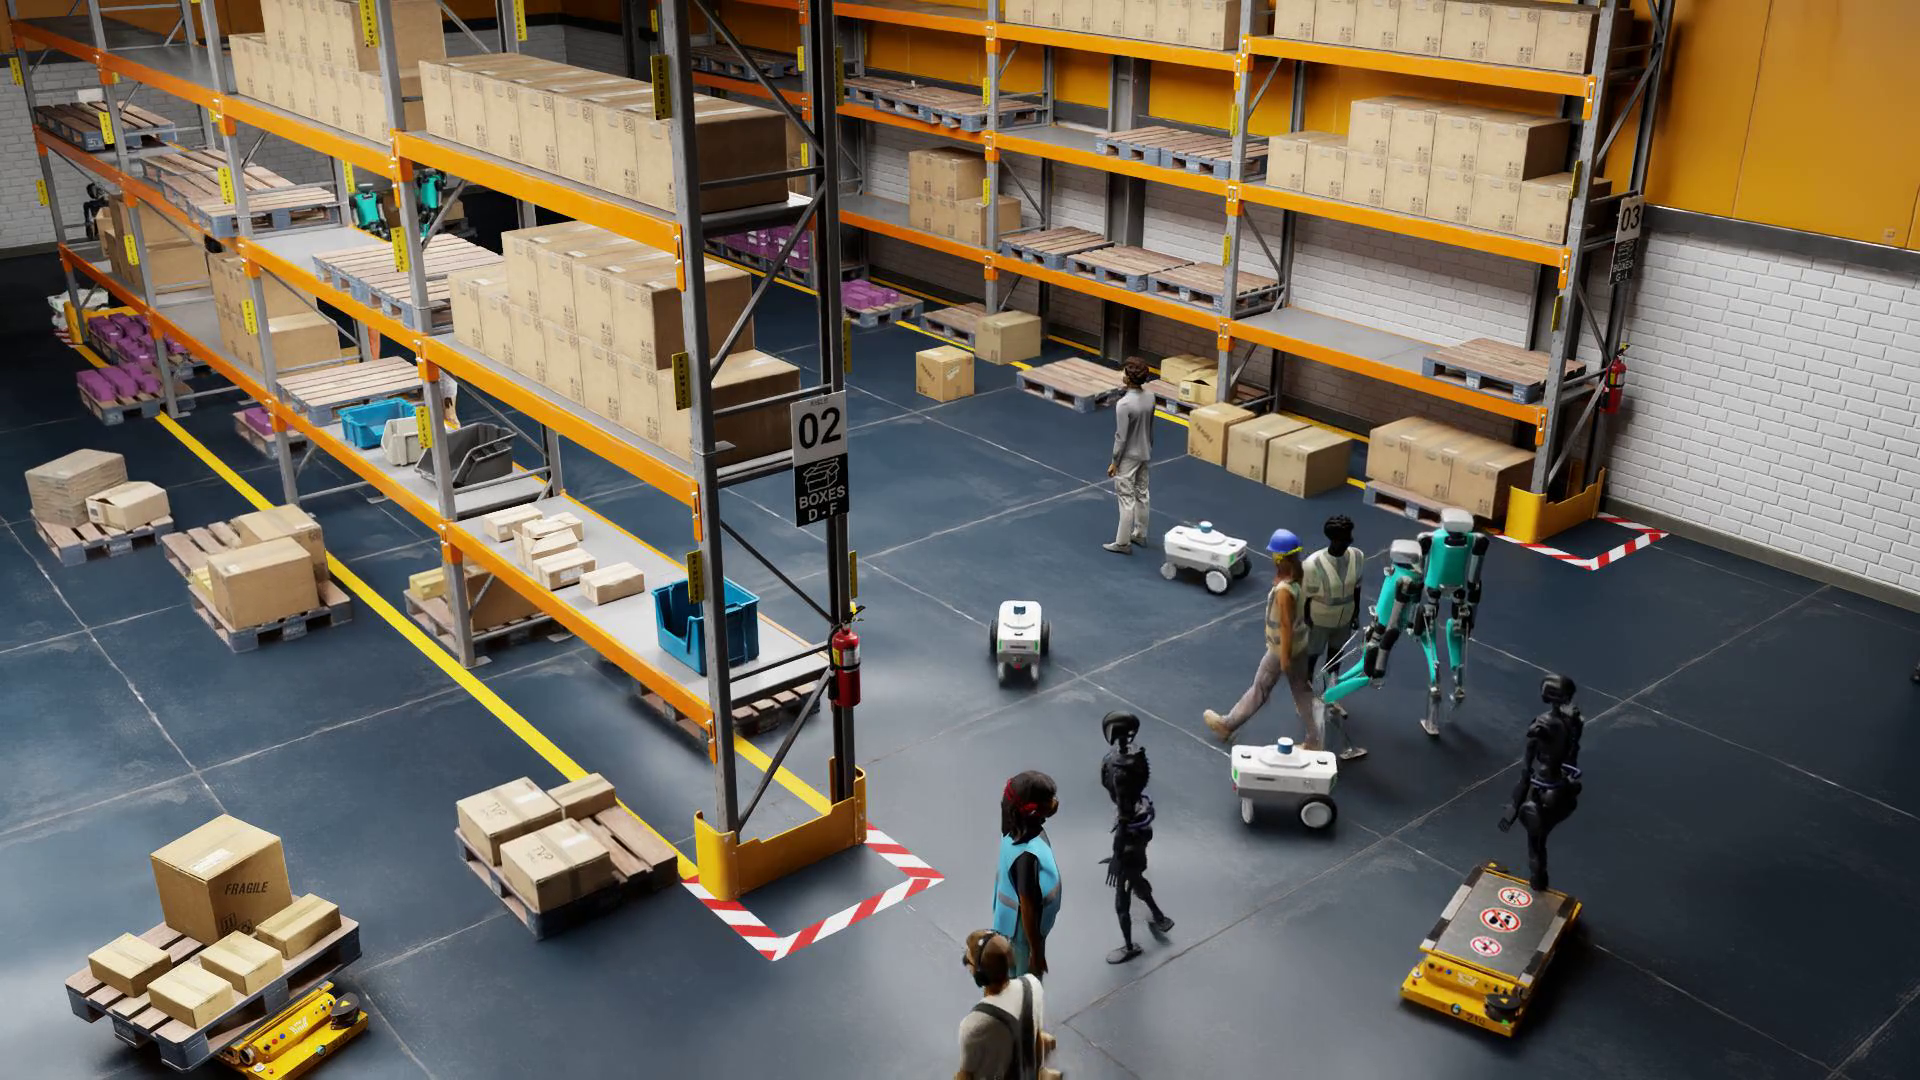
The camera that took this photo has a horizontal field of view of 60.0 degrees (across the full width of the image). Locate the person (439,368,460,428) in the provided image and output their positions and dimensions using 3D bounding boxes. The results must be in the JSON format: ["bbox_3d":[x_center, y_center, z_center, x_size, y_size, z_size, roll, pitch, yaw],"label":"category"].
[{"bbox_3d":[-5.456,-1.590,17.451,0.330,1.749,0.571,-15,27,-30],"label":"person"}]

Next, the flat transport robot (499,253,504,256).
[{"bbox_3d":[-5.995,-3.007,22.605,1.431,0.231,0.659,4,24,10],"label":"flat transport robot"}]

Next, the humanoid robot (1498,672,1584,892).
[{"bbox_3d":[3.618,1.586,10.217,0.602,1.649,0.418,-16,28,-33],"label":"humanoid robot"}]

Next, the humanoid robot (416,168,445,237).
[{"bbox_3d":[-7.833,-4.527,24.286,0.530,1.803,0.652,17,28,34],"label":"humanoid robot"}]

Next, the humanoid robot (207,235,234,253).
[{"bbox_3d":[-10.528,-4.254,23.761,0.694,1.622,0.610,5,24,12],"label":"humanoid robot"}]

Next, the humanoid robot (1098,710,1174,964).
[{"bbox_3d":[1.055,1.739,9.850,0.470,1.646,0.599,4,24,8],"label":"humanoid robot"}]

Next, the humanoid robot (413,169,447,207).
[{"bbox_3d":[-8.928,-6.047,27.831,0.770,1.804,0.539,9,25,20],"label":"humanoid robot"}]

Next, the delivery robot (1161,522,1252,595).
[{"bbox_3d":[2.224,0.145,14.972,0.812,0.614,0.499,14,27,30],"label":"delivery robot"}]

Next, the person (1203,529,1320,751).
[{"bbox_3d":[2.289,0.749,12.065,0.942,1.714,0.520,11,26,25],"label":"person"}]

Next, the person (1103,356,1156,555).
[{"bbox_3d":[1.603,-0.778,15.389,0.533,1.901,0.395,-21,31,-40],"label":"person"}]

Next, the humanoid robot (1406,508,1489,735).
[{"bbox_3d":[3.586,0.710,12.209,0.543,1.849,0.674,-1,23,-2],"label":"humanoid robot"}]

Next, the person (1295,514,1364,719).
[{"bbox_3d":[2.772,0.587,12.485,0.533,1.693,0.320,-10,25,-21],"label":"person"}]

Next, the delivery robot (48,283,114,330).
[{"bbox_3d":[-11.996,-3.203,22.722,0.805,0.612,0.499,-20,30,-38],"label":"delivery robot"}]

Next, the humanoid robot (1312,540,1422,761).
[{"bbox_3d":[2.765,0.827,11.872,0.889,1.764,0.586,4,24,9],"label":"humanoid robot"}]

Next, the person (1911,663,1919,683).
[{"bbox_3d":[7.807,0.264,12.954,0.546,1.924,0.387,14,27,29],"label":"person"}]

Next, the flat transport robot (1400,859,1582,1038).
[{"bbox_3d":[3.227,2.425,10.027,0.659,0.231,1.431,15,27,31],"label":"flat transport robot"}]

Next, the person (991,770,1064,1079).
[{"bbox_3d":[0.362,2.061,8.859,0.391,1.866,0.514,-1,23,-3],"label":"person"}]

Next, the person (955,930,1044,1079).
[{"bbox_3d":[0.153,2.579,7.703,0.415,1.829,0.502,16,28,33],"label":"person"}]

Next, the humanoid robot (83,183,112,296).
[{"bbox_3d":[-12.293,-4.349,24.022,0.609,1.646,0.780,3,24,7],"label":"humanoid robot"}]

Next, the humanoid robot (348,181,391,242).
[{"bbox_3d":[-8.083,-4.096,23.293,0.812,1.785,0.549,17,28,34],"label":"humanoid robot"}]

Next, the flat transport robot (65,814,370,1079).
[{"bbox_3d":[-4.131,2.652,9.503,1.431,0.231,0.659,13,27,28],"label":"flat transport robot"}]

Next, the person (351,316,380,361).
[{"bbox_3d":[-7.170,-2.725,20.079,0.493,1.759,0.335,15,27,31],"label":"person"}]

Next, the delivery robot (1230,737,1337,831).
[{"bbox_3d":[2.252,1.656,11.458,0.774,0.602,0.523,3,24,8],"label":"delivery robot"}]

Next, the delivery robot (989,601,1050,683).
[{"bbox_3d":[0.483,0.782,13.495,0.499,0.614,0.797,1,23,3],"label":"delivery robot"}]

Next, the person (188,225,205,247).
[{"bbox_3d":[-10.753,-4.052,23.031,0.801,1.847,0.581,16,28,32],"label":"person"}]
